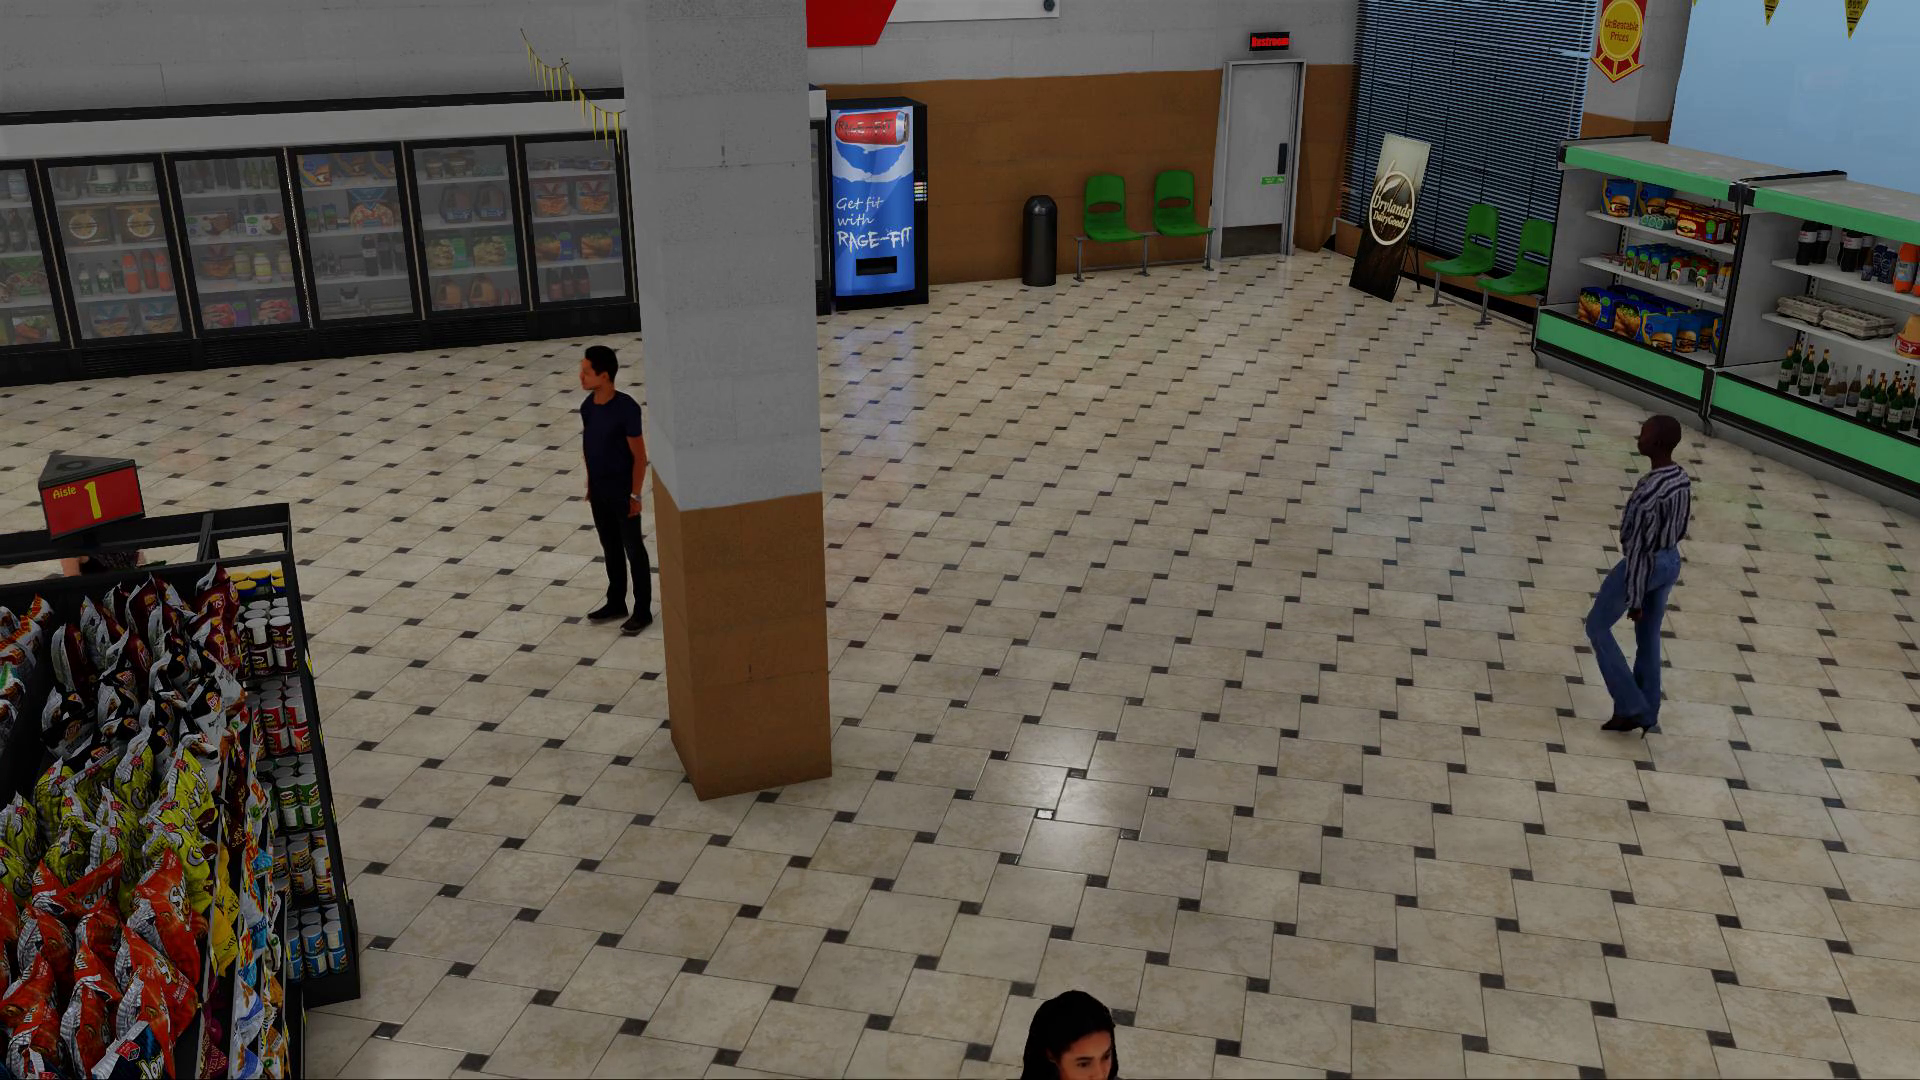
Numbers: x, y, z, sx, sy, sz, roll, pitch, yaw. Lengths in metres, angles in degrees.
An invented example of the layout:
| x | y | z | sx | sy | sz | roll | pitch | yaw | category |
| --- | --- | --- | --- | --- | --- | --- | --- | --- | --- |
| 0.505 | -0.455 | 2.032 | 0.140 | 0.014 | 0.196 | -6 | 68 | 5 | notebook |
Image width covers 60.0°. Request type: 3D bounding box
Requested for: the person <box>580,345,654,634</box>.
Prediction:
| x | y | z | sx | sy | sz | roll | pitch | yaw | category |
| --- | --- | --- | --- | --- | --- | --- | --- | --- | --- |
| -2.058 | -0.315 | 9.974 | 0.657 | 1.790 | 0.774 | 16 | 27 | 35 | person |

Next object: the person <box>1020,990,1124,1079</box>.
| x | y | z | sx | sy | sz | roll | pitch | yaw | category |
| --- | --- | --- | --- | --- | --- | --- | --- | --- | --- |
| 0.212 | 1.931 | 4.422 | 0.612 | 1.762 | 0.908 | -10 | 24 | -22 | person |

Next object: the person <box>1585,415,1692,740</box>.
| x | y | z | sx | sy | sz | roll | pitch | yaw | category |
| --- | --- | --- | --- | --- | --- | --- | --- | --- | --- |
| 3.635 | 0.242 | 8.600 | 0.730 | 1.780 | 0.747 | -18 | 28 | -38 | person |
